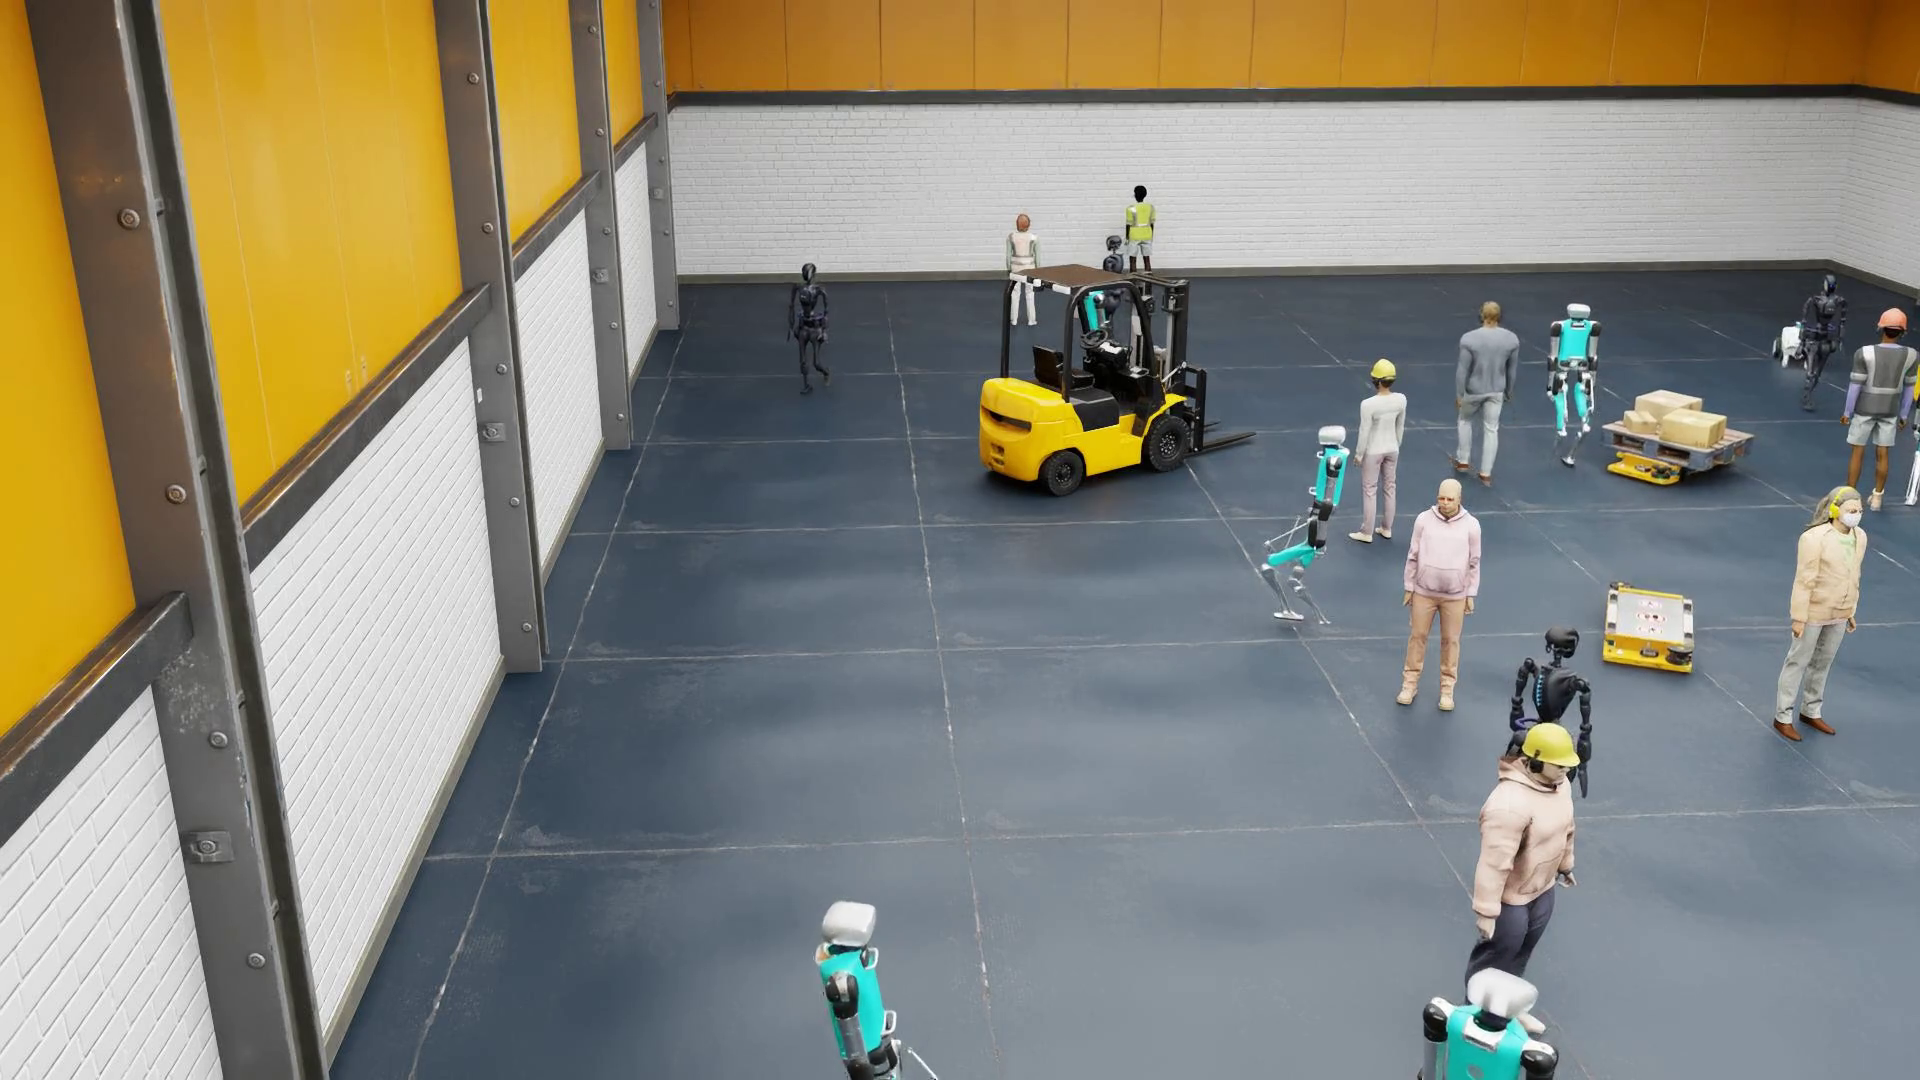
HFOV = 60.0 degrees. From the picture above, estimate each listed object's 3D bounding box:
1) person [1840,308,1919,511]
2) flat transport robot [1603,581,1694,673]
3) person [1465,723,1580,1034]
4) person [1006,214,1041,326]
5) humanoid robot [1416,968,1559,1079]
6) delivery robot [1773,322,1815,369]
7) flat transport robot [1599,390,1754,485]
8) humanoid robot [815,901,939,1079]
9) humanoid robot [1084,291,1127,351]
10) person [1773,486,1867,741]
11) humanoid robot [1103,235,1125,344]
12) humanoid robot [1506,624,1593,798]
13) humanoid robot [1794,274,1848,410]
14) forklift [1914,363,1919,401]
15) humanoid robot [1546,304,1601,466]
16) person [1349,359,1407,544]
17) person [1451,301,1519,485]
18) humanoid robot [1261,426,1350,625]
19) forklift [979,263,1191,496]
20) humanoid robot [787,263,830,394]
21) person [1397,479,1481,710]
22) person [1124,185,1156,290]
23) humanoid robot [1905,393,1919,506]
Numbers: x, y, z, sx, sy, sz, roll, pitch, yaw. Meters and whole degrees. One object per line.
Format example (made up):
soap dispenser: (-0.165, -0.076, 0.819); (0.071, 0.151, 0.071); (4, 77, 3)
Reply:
person: (9.132, -1.297, 16.592); (0.613, 2.040, 0.387); (4, 20, 10)
flat transport robot: (5.672, 0.706, 13.702); (0.659, 0.231, 1.431); (8, 22, 20)
person: (2.865, 1.763, 8.526); (0.795, 1.858, 0.442); (-17, 26, -38)
person: (0.925, -3.952, 24.396); (0.513, 1.644, 0.306); (3, 20, 7)
humanoid robot: (2.245, 2.445, 6.901); (0.535, 1.774, 1.019); (16, 26, 38)
delivery robot: (11.275, -2.641, 22.406); (0.499, 0.592, 0.796); (8, 21, 20)
flat transport robot: (7.723, -0.876, 18.013); (1.431, 0.231, 0.659); (-15, 25, -35)
humanoid robot: (-0.185, 2.364, 7.083); (0.816, 1.795, 0.582); (-1, 20, -2)
humanoid robot: (1.744, -2.264, 19.651); (0.977, 1.738, 0.550); (-6, 21, -16)
person: (6.164, 0.508, 11.915); (0.553, 1.877, 0.414); (-6, 21, -17)
humanoid robot: (2.045, -3.311, 22.606); (0.345, 1.653, 0.595); (6, 21, 17)
humanoid robot: (3.581, 1.281, 10.168); (0.794, 1.623, 0.610); (-13, 24, -32)
humanoid robot: (10.449, -2.397, 20.133); (0.591, 1.639, 0.635); (-1, 20, -2)
forklift: (12.602, -2.435, 19.475); (2.313, 2.155, 1.214); (-1, 20, -4)
humanoid robot: (6.601, -1.561, 17.849); (0.541, 1.859, 0.693); (0, 20, 1)
person: (3.952, -0.837, 15.734); (0.524, 1.769, 0.313); (-9, 22, -24)
person: (5.510, -1.581, 17.552); (0.668, 1.910, 0.787); (0, 20, 0)
humanoid robot: (2.792, -0.069, 13.725); (0.799, 1.804, 0.539); (4, 21, 11)
forklift: (1.315, -1.764, 17.646); (2.313, 2.155, 1.214); (-14, 24, -33)
humanoid robot: (-1.864, -2.670, 20.846); (0.599, 1.646, 0.462); (9, 22, 23)
person: (3.571, 0.390, 12.366); (0.539, 1.781, 0.398); (7, 21, 19)
person: (2.904, -4.868, 26.840); (0.544, 1.686, 0.321); (-7, 21, -19)
humanoid robot: (9.839, -1.170, 16.640); (0.537, 1.745, 0.714); (11, 23, 28)
